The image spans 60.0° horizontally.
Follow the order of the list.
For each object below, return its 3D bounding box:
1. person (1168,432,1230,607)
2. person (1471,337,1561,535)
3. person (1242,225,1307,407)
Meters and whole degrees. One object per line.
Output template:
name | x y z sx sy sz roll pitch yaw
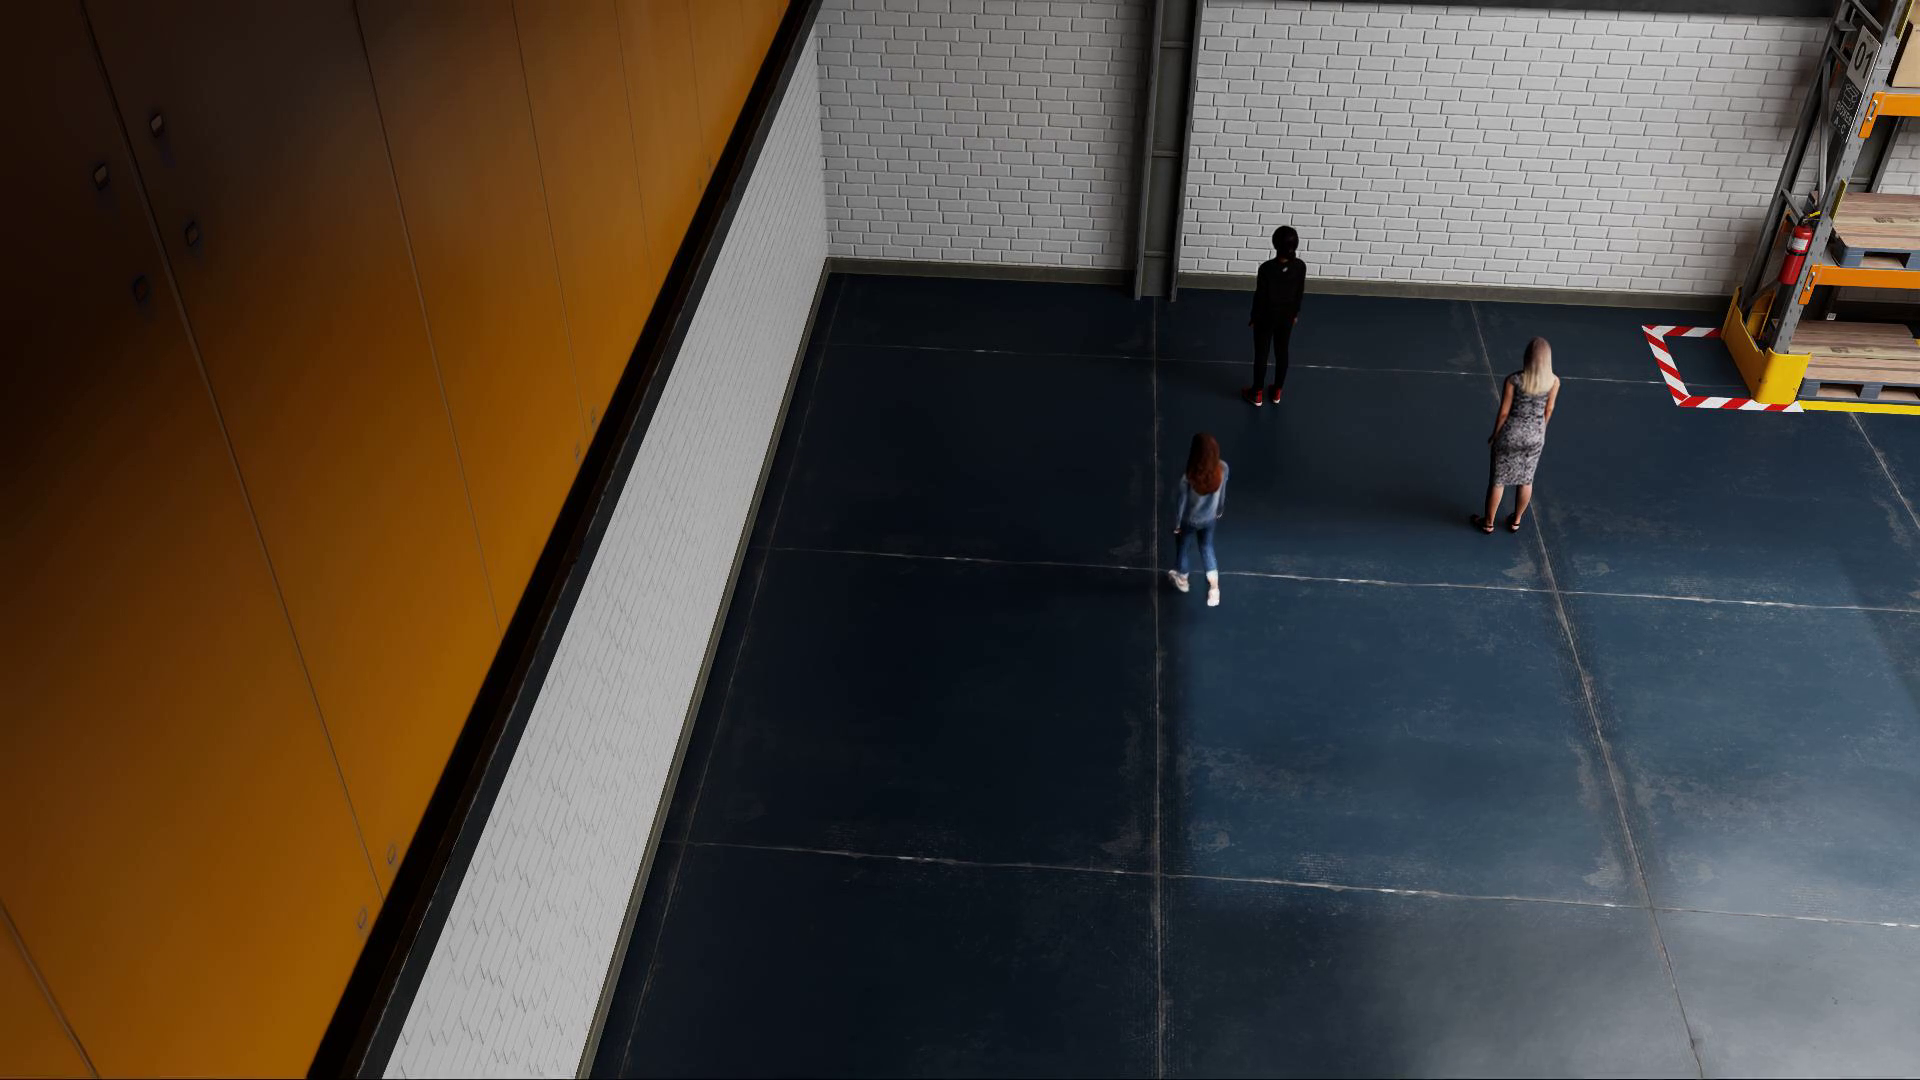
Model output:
person | 1.747 -0.135 11.987 0.860 1.465 0.844 -15 41 -18
person | 4.226 -0.763 12.585 0.448 1.701 0.635 1 39 2
person | 2.657 -1.892 14.019 0.571 1.675 0.720 -8 39 -10
